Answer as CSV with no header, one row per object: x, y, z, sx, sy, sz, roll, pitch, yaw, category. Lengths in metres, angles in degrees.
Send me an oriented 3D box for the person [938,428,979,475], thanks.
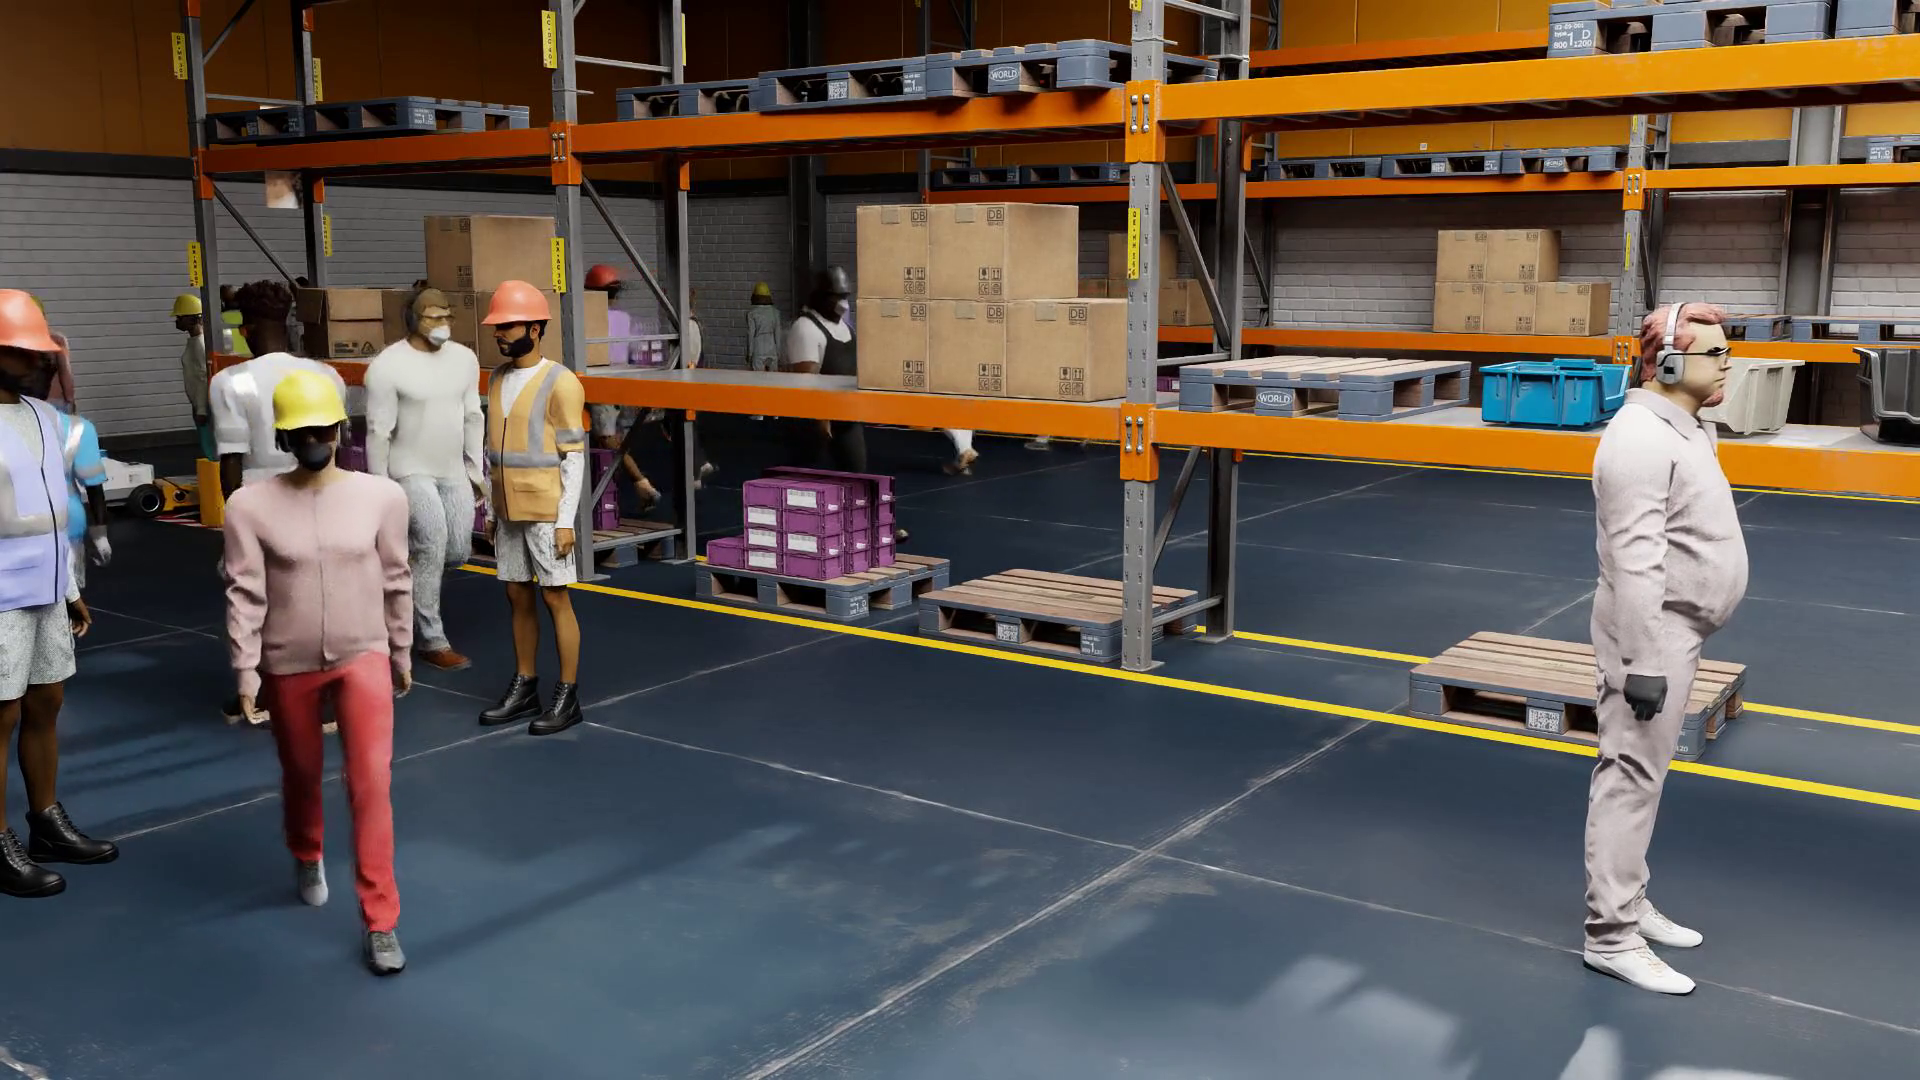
-0.003,-1.507,15.645,0.438,1.830,0.655,8,12,39,person

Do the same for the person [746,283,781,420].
-2.515,-2.402,21.222,0.492,1.746,0.285,-7,12,-37,person

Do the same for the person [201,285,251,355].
-6.518,-1.352,14.772,0.859,1.804,0.645,5,11,28,person

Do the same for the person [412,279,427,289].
-5.142,-1.643,16.405,0.625,1.847,0.510,6,11,30,person

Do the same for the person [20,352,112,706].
-3.995,-0.008,7.235,0.555,1.635,0.939,-7,12,-35,person

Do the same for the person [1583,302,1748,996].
1.991,0.290,4.709,0.407,1.910,0.640,5,11,28,person

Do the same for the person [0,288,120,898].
-3.023,0.166,5.366,0.359,1.936,0.544,1,10,6,person

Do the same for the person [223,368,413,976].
-1.886,0.344,4.944,0.524,1.724,0.919,-4,11,-25,person

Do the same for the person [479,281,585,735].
-1.852,-0.134,7.142,0.542,1.938,0.358,6,11,32,person

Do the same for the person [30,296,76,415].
-7.820,-1.212,14.186,0.538,1.712,0.895,-3,10,-18,person

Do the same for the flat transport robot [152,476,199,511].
-6.078,-0.429,13.851,1.431,0.197,0.652,-7,12,-35,flat transport robot

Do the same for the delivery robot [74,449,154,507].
-6.672,-0.462,12.927,0.477,0.478,0.707,7,12,36,delivery robot

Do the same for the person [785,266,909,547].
-0.870,-0.906,11.438,1.035,2.000,0.703,6,11,32,person

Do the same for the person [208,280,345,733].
-2.964,-0.145,7.201,0.733,1.935,0.600,9,13,44,person

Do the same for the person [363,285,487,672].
-2.726,-0.319,8.323,0.707,1.911,0.638,6,11,33,person

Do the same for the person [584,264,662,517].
-2.766,-1.184,13.222,1.005,2.013,0.607,5,11,28,person

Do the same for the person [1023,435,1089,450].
1.058,-1.847,17.602,0.800,1.860,0.584,5,11,28,person

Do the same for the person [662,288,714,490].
-2.433,-1.331,14.605,0.389,1.826,0.544,-2,10,-14,person

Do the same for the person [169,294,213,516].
-6.053,-1.065,13.239,0.347,1.761,0.530,-5,11,-27,person

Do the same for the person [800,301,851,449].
-1.494,-1.937,17.978,0.831,1.916,0.636,9,13,42,person

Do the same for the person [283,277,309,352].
-6.361,-1.620,16.196,0.322,1.871,0.531,8,13,40,person
